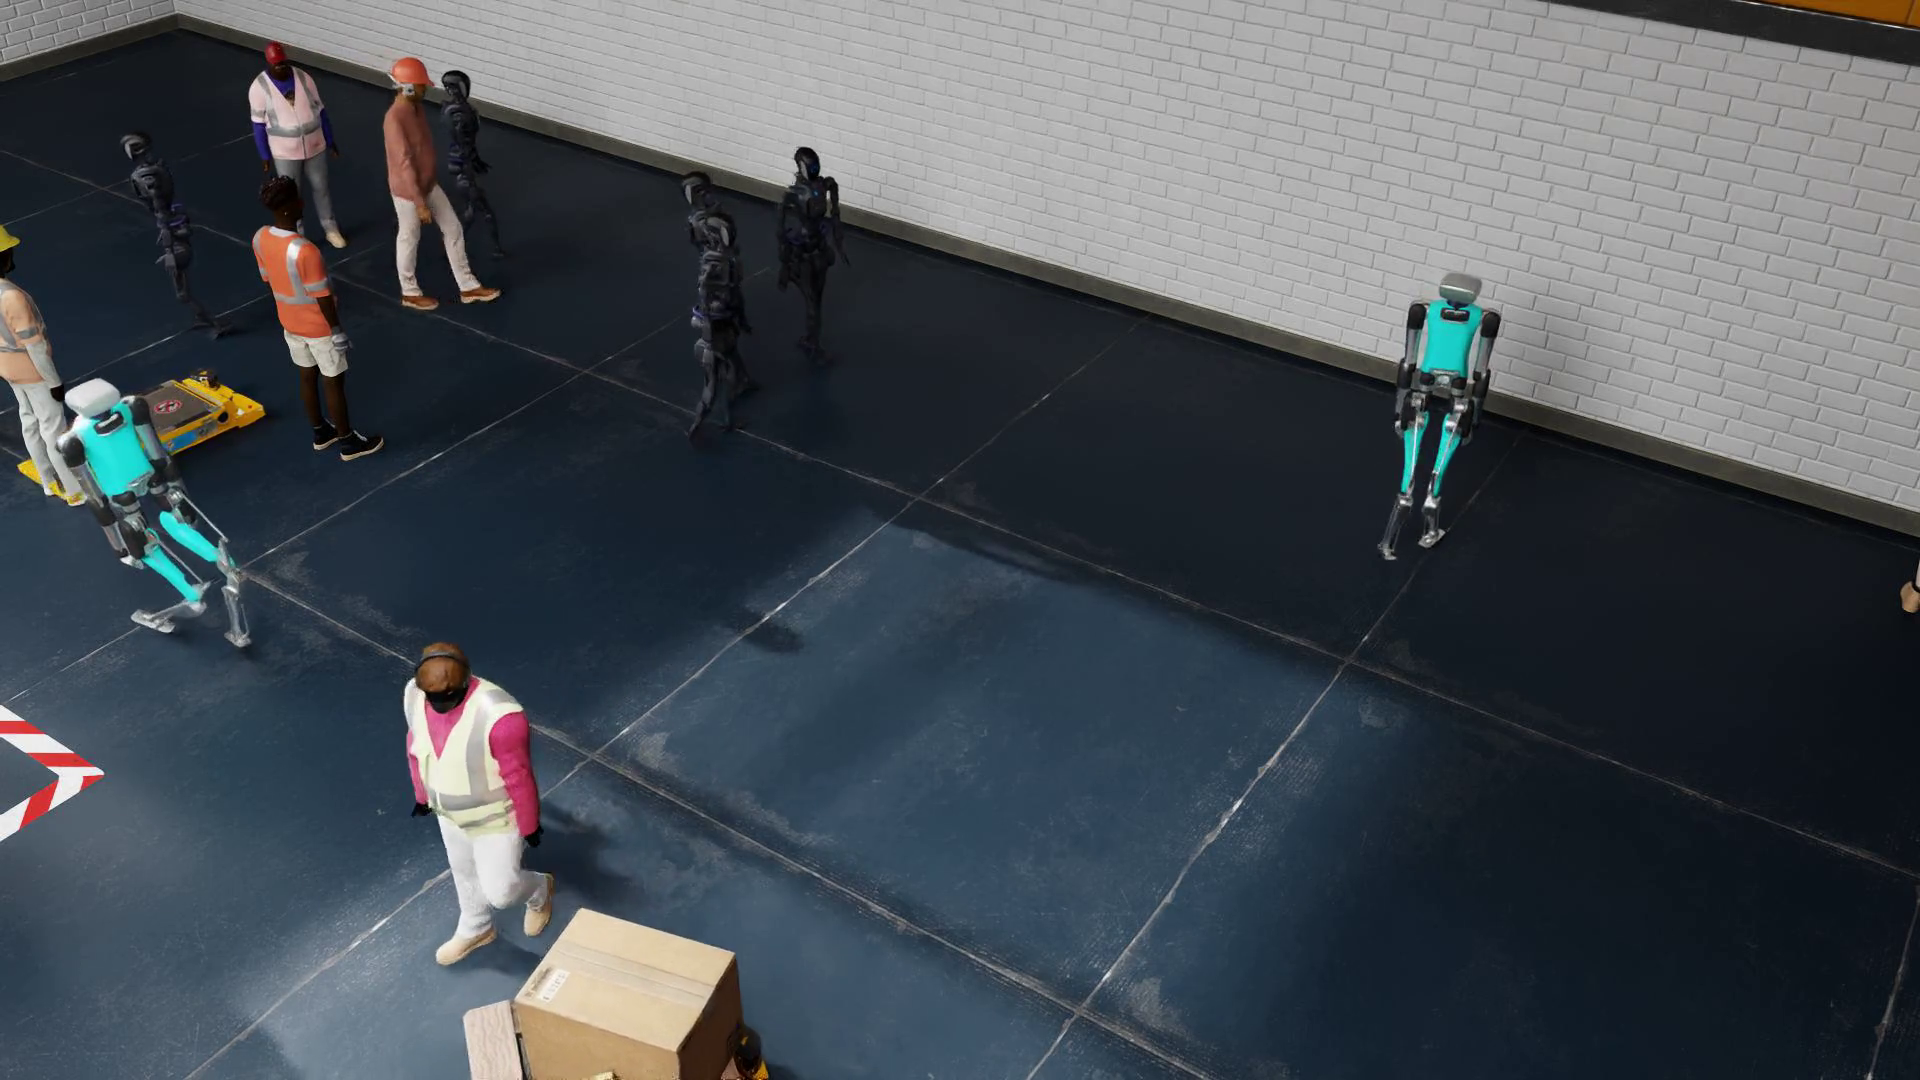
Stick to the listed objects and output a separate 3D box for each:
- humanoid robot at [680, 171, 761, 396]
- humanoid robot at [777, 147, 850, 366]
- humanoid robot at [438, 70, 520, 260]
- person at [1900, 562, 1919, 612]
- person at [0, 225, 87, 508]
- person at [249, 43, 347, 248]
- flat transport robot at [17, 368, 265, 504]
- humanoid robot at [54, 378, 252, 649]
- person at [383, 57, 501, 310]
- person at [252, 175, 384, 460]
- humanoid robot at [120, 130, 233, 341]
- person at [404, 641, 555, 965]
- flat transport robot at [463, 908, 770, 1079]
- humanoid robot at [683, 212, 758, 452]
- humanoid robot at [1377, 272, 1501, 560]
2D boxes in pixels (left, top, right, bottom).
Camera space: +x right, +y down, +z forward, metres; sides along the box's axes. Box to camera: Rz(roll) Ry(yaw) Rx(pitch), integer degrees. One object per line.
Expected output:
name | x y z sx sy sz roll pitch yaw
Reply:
humanoid robot | -1.676 -1.802 11.635 0.414 1.651 0.609 -11 37 -16
humanoid robot | -1.074 -2.066 11.995 0.601 1.642 0.488 -27 43 -33
humanoid robot | -3.981 -2.969 13.335 0.675 1.646 0.596 -6 35 -9
person | 5.773 -0.356 9.361 0.469 1.892 0.385 21 40 27
person | -5.804 -1.088 10.373 0.583 1.927 0.363 21 40 27
person | -5.373 -3.172 13.501 0.622 1.751 0.420 -24 41 -30
flat transport robot | -5.551 -0.724 11.298 0.659 0.231 1.431 24 41 30
humanoid robot | -4.277 -0.024 9.039 1.027 1.747 0.572 17 38 23
person | -4.005 -2.649 12.583 0.876 1.941 0.671 5 35 7
person | -4.223 -1.436 10.837 0.602 1.966 0.368 21 40 27
humanoid robot | -5.784 -2.229 12.247 0.426 1.672 0.611 -15 38 -21
person | -2.103 1.153 7.258 0.682 1.824 0.464 20 39 26
flat transport robot | -1.444 2.457 6.752 1.431 0.231 0.659 -12 37 -16
humanoid robot | -1.639 -1.396 11.036 0.446 1.649 0.629 11 36 15
humanoid robot | 2.825 -0.631 9.893 0.530 1.784 0.786 9 36 12
